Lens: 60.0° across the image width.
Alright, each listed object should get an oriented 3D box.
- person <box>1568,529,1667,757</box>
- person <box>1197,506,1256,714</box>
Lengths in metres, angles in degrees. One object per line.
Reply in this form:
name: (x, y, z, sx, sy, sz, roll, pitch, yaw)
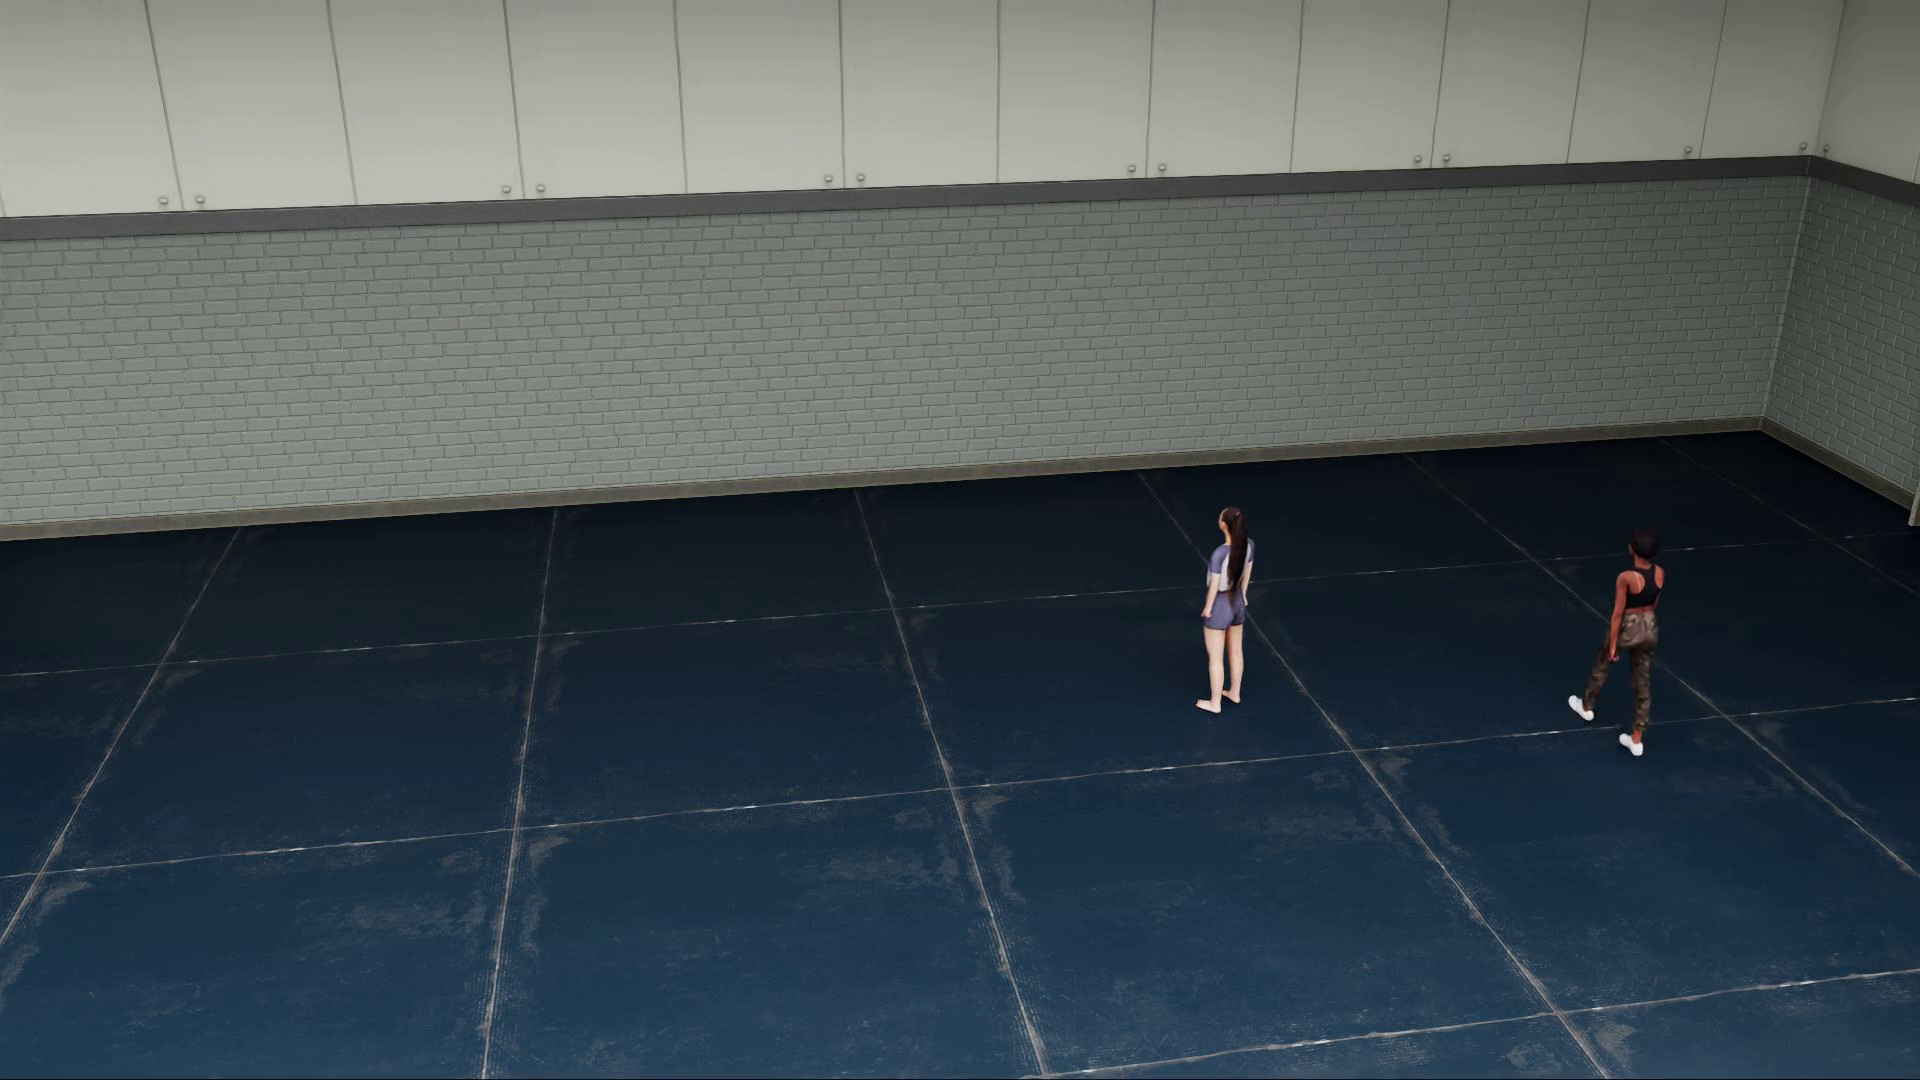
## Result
person: (4.884, 0.758, 11.953, 0.591, 1.666, 0.987, -4, 23, -9)
person: (2.018, 0.515, 12.542, 0.671, 1.652, 0.674, -17, 29, -35)
